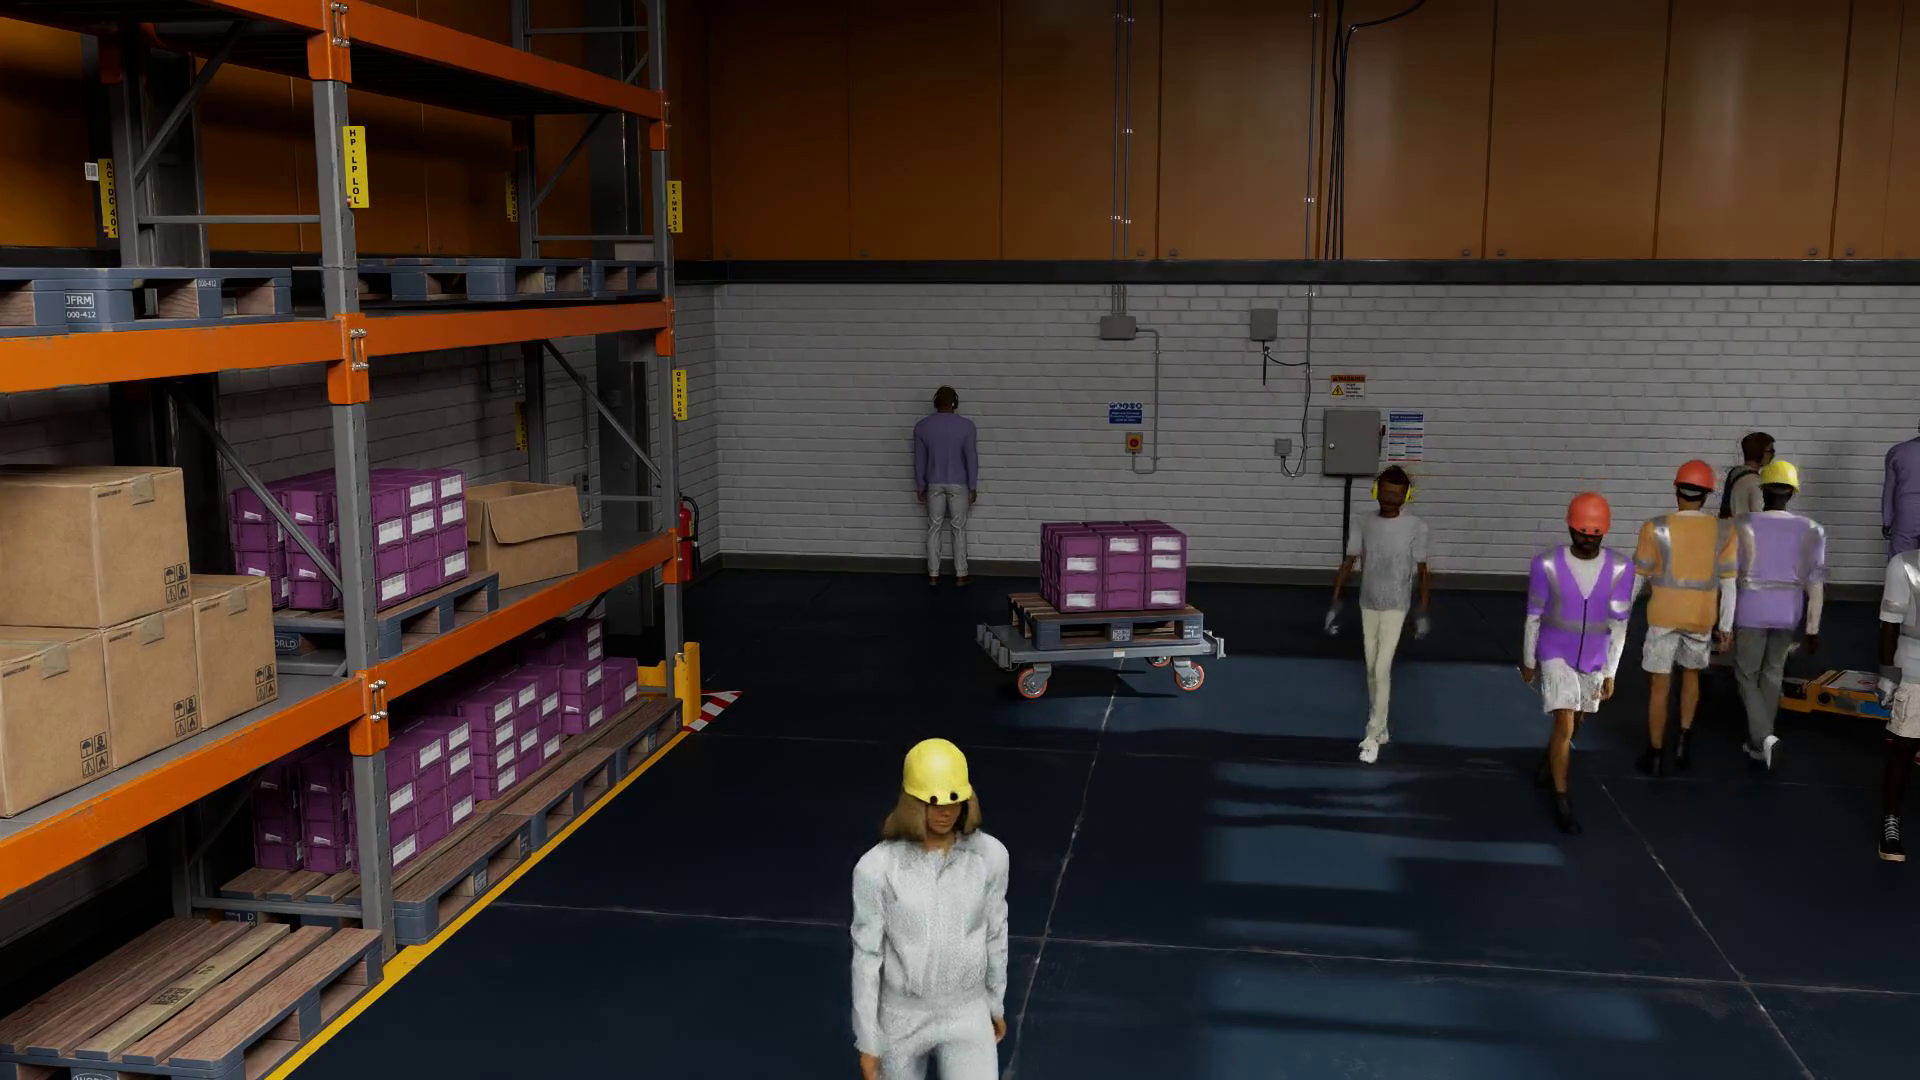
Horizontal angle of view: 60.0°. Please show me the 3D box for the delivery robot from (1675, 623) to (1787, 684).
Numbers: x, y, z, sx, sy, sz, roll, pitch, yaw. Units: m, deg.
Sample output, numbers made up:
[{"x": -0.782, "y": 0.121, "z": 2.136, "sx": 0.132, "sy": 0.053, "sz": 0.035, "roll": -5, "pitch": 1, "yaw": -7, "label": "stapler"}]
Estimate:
[{"x": 5.457, "y": 0.807, "z": 11.799, "sx": 0.707, "sy": 0.478, "sz": 0.477, "roll": 6, "pitch": 11, "yaw": 34, "label": "delivery robot"}]

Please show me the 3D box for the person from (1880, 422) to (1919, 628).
[{"x": 8.047, "y": -0.145, "z": 13.871, "sx": 0.660, "sy": 1.894, "sz": 0.410, "roll": 7, "pitch": 11, "yaw": 36, "label": "person"}]

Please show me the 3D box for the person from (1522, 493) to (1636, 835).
[{"x": 3.420, "y": 0.614, "z": 9.322, "sx": 0.524, "sy": 1.863, "sz": 1.034, "roll": 1, "pitch": 9, "yaw": 8, "label": "person"}]

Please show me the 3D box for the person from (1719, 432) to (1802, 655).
[{"x": 6.090, "y": 0.055, "z": 12.934, "sx": 0.978, "sy": 1.793, "sz": 0.525, "roll": 1, "pitch": 9, "yaw": 6, "label": "person"}]

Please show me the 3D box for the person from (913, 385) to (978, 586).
[{"x": -0.130, "y": -0.517, "z": 16.018, "sx": 0.628, "sy": 1.935, "sz": 0.373, "roll": 2, "pitch": 9, "yaw": 11, "label": "person"}]

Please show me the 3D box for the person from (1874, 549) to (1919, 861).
[{"x": 5.014, "y": 0.686, "z": 8.495, "sx": 0.616, "sy": 1.964, "sz": 0.361, "roll": 2, "pitch": 9, "yaw": 10, "label": "person"}]

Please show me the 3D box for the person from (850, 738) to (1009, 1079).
[{"x": -0.100, "y": 1.391, "z": 4.975, "sx": 0.497, "sy": 1.703, "sz": 0.890, "roll": -3, "pitch": 10, "yaw": -16, "label": "person"}]

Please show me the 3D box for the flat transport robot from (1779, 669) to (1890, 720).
[{"x": 6.373, "y": 1.091, "z": 11.211, "sx": 1.431, "sy": 0.197, "sz": 0.652, "roll": 8, "pitch": 12, "yaw": 39, "label": "flat transport robot"}]

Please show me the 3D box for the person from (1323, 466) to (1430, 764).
[{"x": 2.571, "y": 0.455, "z": 10.326, "sx": 0.596, "sy": 1.831, "sz": 0.757, "roll": 7, "pitch": 11, "yaw": 37, "label": "person"}]

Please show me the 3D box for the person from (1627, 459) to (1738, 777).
[{"x": 4.288, "y": 0.476, "z": 10.008, "sx": 0.664, "sy": 1.905, "sz": 0.484, "roll": 2, "pitch": 9, "yaw": 9, "label": "person"}]

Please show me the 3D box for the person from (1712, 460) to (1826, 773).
[{"x": 4.895, "y": 0.479, "z": 10.037, "sx": 0.611, "sy": 1.890, "sz": 0.757, "roll": 1, "pitch": 9, "yaw": 6, "label": "person"}]
